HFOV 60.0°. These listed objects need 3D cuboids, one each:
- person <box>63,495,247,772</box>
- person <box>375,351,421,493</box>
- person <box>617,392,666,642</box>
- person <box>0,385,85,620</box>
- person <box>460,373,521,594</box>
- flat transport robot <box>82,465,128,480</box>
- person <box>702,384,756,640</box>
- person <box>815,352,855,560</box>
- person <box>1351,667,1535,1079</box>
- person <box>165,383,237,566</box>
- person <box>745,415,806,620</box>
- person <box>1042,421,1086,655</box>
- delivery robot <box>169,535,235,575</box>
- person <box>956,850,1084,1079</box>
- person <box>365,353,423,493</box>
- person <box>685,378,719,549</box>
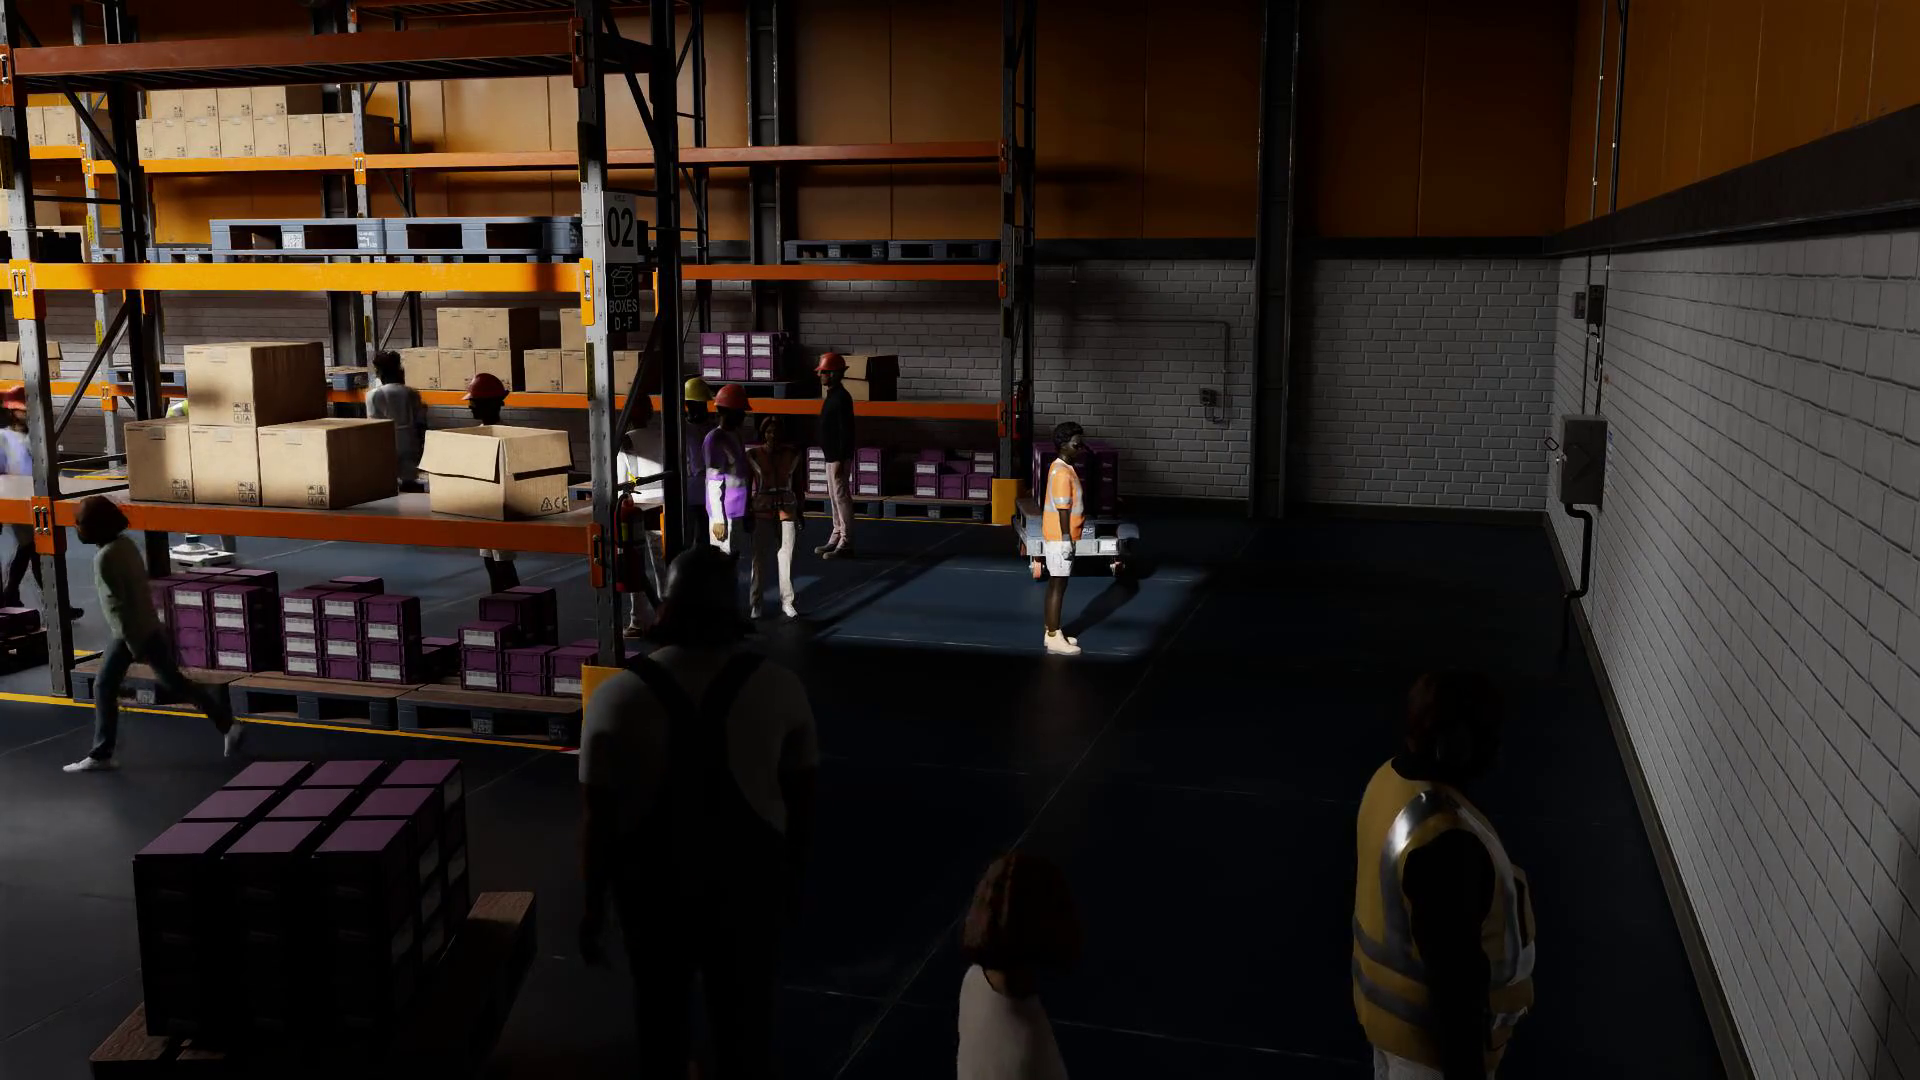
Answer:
[{"bbox_3d":[-4.522,0.514,9.281,0.915,1.572,0.520,-1,9,-5],"label":"person"},{"bbox_3d":[-6.463,-1.256,19.224,0.770,1.841,0.561,-1,9,-8],"label":"person"},{"bbox_3d":[-2.386,-0.177,12.530,0.584,1.882,0.337,-9,13,-44],"label":"person"},{"bbox_3d":[-7.359,-0.283,13.177,0.995,1.883,0.565,4,10,21],"label":"person"},{"bbox_3d":[-3.425,-0.197,12.171,0.374,2.044,0.607,-7,11,-36],"label":"person"},{"bbox_3d":[-10.620,-0.788,21.160,0.652,0.197,1.431,0,9,3],"label":"flat transport robot"},{"bbox_3d":[-1.734,-0.220,12.639,0.376,1.932,0.551,2,10,12],"label":"person"},{"bbox_3d":[-1.203,-0.808,16.038,0.380,1.996,0.608,-3,10,-16],"label":"person"},{"bbox_3d":[1.198,1.219,4.157,0.429,1.843,0.627,0,9,1],"label":"person"},{"bbox_3d":[-7.054,-0.637,15.517,0.621,1.835,0.430,-7,11,-35],"label":"person"},{"bbox_3d":[-1.491,-0.183,13.317,0.523,1.638,0.310,-3,10,-17],"label":"person"},{"bbox_3d":[0.756,-0.021,12.140,0.318,1.698,0.539,0,9,1],"label":"person"},{"bbox_3d":[-6.444,0.200,13.990,0.707,0.478,0.477,5,11,29],"label":"delivery robot"},{"bbox_3d":[0.168,1.437,3.500,0.382,1.607,0.530,-1,9,-8],"label":"person"},{"bbox_3d":[-5.830,-0.946,17.061,0.653,1.928,0.814,-9,13,-44],"label":"person"},{"bbox_3d":[-2.115,-0.339,13.387,0.366,1.927,0.585,7,12,37],"label":"person"}]
